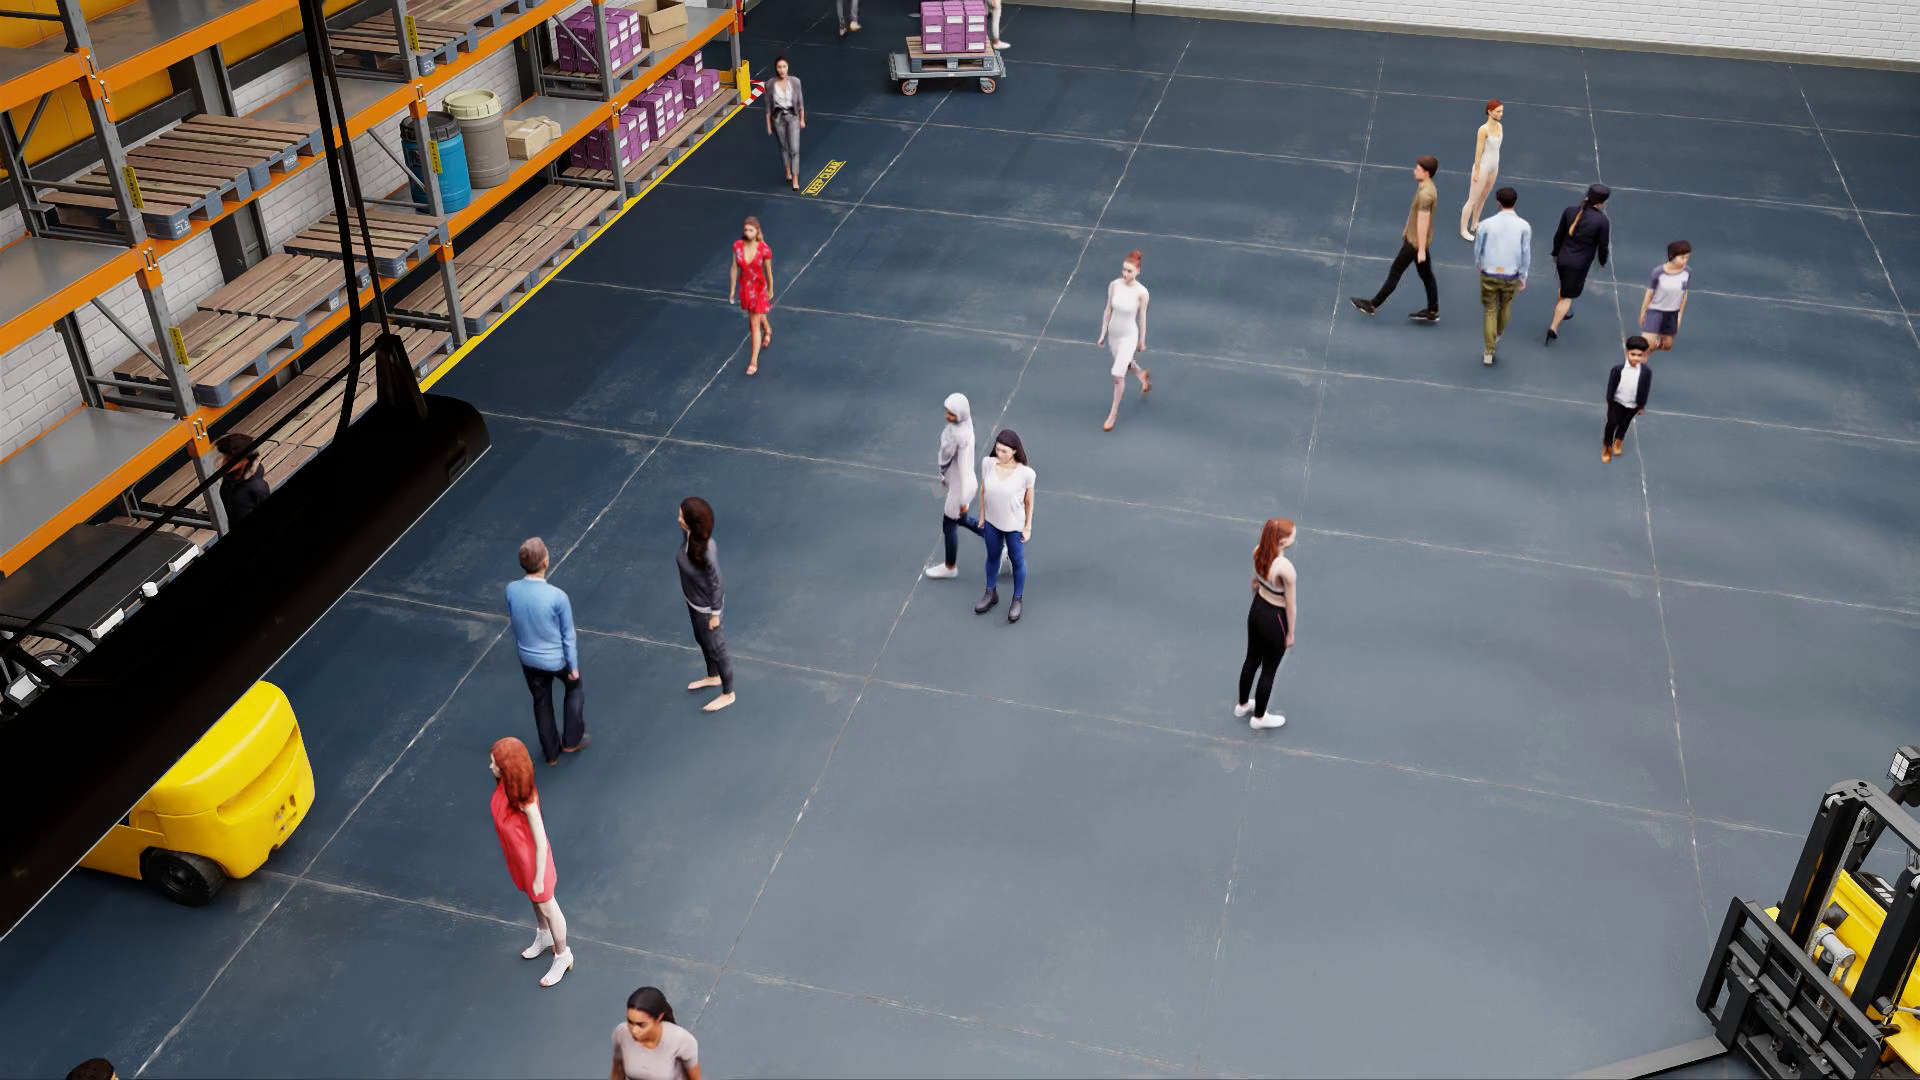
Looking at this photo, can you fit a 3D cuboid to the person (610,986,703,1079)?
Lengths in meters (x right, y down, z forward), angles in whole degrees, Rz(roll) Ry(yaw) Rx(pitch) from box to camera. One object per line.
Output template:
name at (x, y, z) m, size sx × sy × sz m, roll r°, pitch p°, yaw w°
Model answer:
person at (-1.483, 2.840, 8.561) m, size 0.630 × 1.699 × 1.116 m, roll 9°, pitch 35°, yaw 13°

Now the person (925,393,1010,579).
person at (0.084, -0.425, 13.423) m, size 0.831 × 1.753 × 0.974 m, roll 0°, pitch 34°, yaw 0°

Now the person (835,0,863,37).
person at (-1.844, -8.811, 25.925) m, size 0.660 × 1.881 × 0.655 m, roll 8°, pitch 34°, yaw 11°

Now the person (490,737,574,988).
person at (-2.549, 1.886, 9.880) m, size 0.702 × 1.828 × 0.661 m, roll -21°, pitch 39°, yaw -29°

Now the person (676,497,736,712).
person at (-1.854, 0.445, 12.102) m, size 0.730 × 1.768 × 0.678 m, roll -19°, pitch 38°, yaw -27°

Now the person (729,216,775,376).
person at (-2.059, -2.538, 16.785) m, size 0.595 × 1.551 × 1.085 m, roll 10°, pitch 35°, yaw 14°

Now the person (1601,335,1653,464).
person at (6.125, -1.335, 15.285) m, size 0.522 × 1.208 × 0.687 m, roll 9°, pitch 35°, yaw 13°

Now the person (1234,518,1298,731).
person at (2.201, 0.587, 11.912) m, size 0.713 × 1.742 × 0.646 m, roll -17°, pitch 37°, yaw -23°

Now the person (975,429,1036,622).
person at (0.361, -0.132, 13.046) m, size 0.634 × 1.683 × 0.576 m, roll 14°, pitch 36°, yaw 21°

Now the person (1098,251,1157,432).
person at (1.596, -1.905, 15.651) m, size 0.907 × 1.754 × 1.179 m, roll 25°, pitch 41°, yaw 33°

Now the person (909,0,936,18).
person at (-0.522, -9.393, 26.861) m, size 0.832 × 1.814 × 0.896 m, roll -9°, pitch 35°, yaw -13°

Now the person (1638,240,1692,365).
person at (6.885, -2.259, 16.371) m, size 0.718 × 1.544 × 0.877 m, roll -1°, pitch 34°, yaw -2°

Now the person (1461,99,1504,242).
person at (6.114, -4.328, 19.394) m, size 0.576 × 1.644 × 0.679 m, roll -26°, pitch 42°, yaw -34°

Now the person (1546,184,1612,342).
person at (6.307, -2.812, 17.136) m, size 1.137 × 1.620 × 1.021 m, roll -27°, pitch 42°, yaw -34°

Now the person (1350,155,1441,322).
person at (4.877, -3.100, 17.399) m, size 0.751 × 1.807 × 1.111 m, roll 9°, pitch 35°, yaw 13°

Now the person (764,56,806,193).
person at (-2.175, -5.216, 20.732) m, size 0.856 × 1.642 × 1.089 m, roll -3°, pitch 34°, yaw -4°

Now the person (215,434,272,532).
person at (-5.423, -0.040, 12.821) m, size 0.672 × 1.780 × 0.677 m, roll 16°, pitch 37°, yaw 23°

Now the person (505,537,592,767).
person at (-2.892, 0.839, 11.482) m, size 0.672 × 1.797 × 0.621 m, roll 7°, pitch 34°, yaw 11°

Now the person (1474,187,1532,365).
person at (5.408, -2.610, 16.689) m, size 0.778 × 1.777 × 1.012 m, roll 7°, pitch 34°, yaw 11°
